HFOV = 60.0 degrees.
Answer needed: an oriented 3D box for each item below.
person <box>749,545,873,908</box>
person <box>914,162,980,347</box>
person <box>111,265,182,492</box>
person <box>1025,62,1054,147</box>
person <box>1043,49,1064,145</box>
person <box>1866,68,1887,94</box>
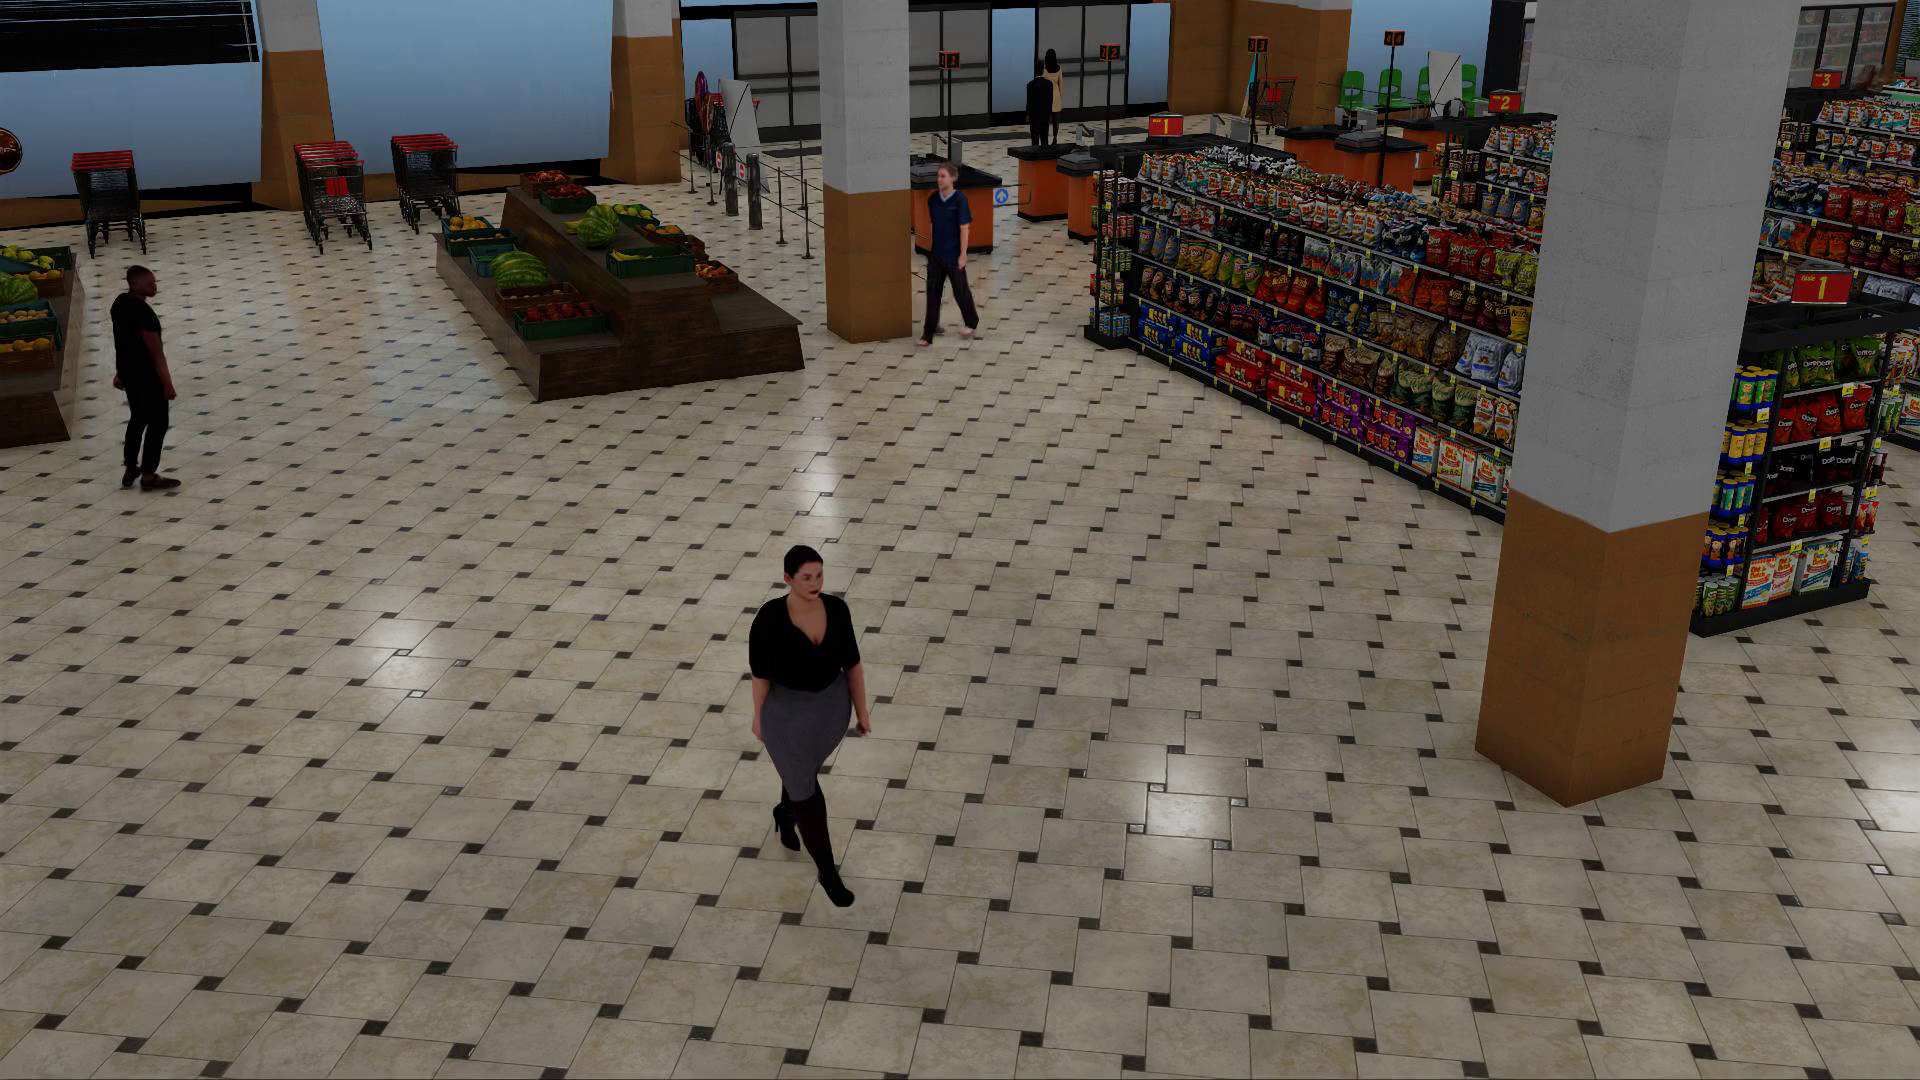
[{"bbox_3d":[-0.776,0.827,7.896,0.777,1.702,1.142,-14,26,-31],"label":"person"},{"bbox_3d":[-0.061,-2.912,17.047,1.231,1.817,1.152,14,26,31],"label":"person"},{"bbox_3d":[-6.410,-1.237,12.924,0.796,1.783,0.988,10,24,24],"label":"person"},{"bbox_3d":[1.292,-6.892,27.072,0.626,1.727,0.507,-10,24,-23],"label":"person"},{"bbox_3d":[1.598,-7.845,29.504,0.639,1.682,0.499,-10,24,-23],"label":"person"},{"bbox_3d":[14.524,-6.714,26.695,0.827,1.679,0.847,8,23,19],"label":"person"}]
